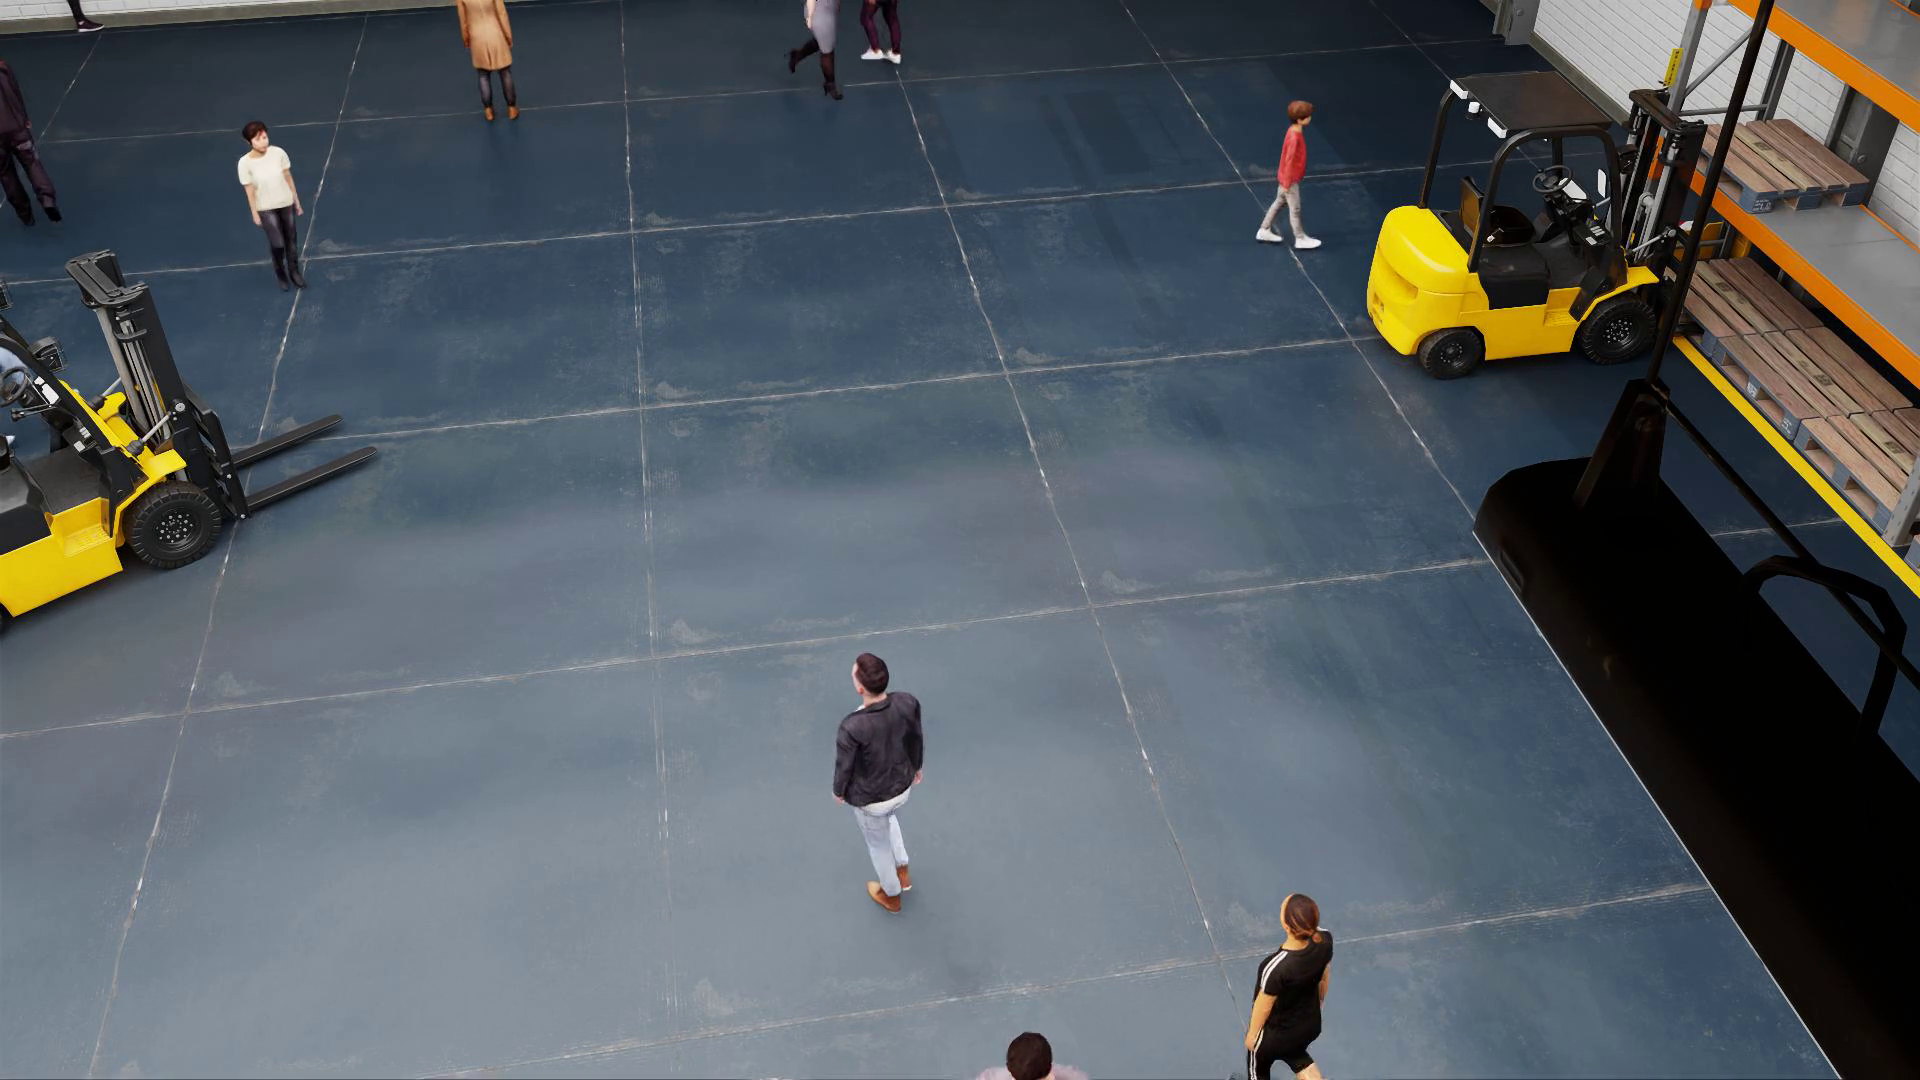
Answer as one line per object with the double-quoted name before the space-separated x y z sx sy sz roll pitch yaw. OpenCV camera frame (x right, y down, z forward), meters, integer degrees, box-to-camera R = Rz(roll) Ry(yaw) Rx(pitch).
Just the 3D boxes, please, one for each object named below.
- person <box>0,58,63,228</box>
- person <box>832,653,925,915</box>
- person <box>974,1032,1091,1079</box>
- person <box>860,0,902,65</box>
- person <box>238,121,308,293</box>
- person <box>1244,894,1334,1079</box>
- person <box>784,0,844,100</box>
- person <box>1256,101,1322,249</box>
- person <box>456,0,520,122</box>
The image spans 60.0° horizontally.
"person" -8.687 -3.707 15.152 0.947 1.895 1.083 -27 46 -30
"person" -0.374 1.369 8.853 0.751 1.823 0.767 -29 47 -31
"person" 0.274 2.647 7.243 0.784 1.835 0.688 -7 39 -8
"person" -0.794 -6.056 18.199 0.869 1.763 0.815 27 46 30
"person" -5.966 -2.905 14.402 0.725 1.577 0.693 30 48 32
"person" 1.593 2.314 7.810 0.810 1.649 0.982 -24 44 -27
"person" -1.538 -5.559 17.598 1.057 1.736 1.064 17 42 20
"person" 2.927 -3.298 15.041 0.743 1.395 0.822 5 39 6
"person" -4.877 -5.167 17.118 0.653 1.723 0.615 -4 39 -5
